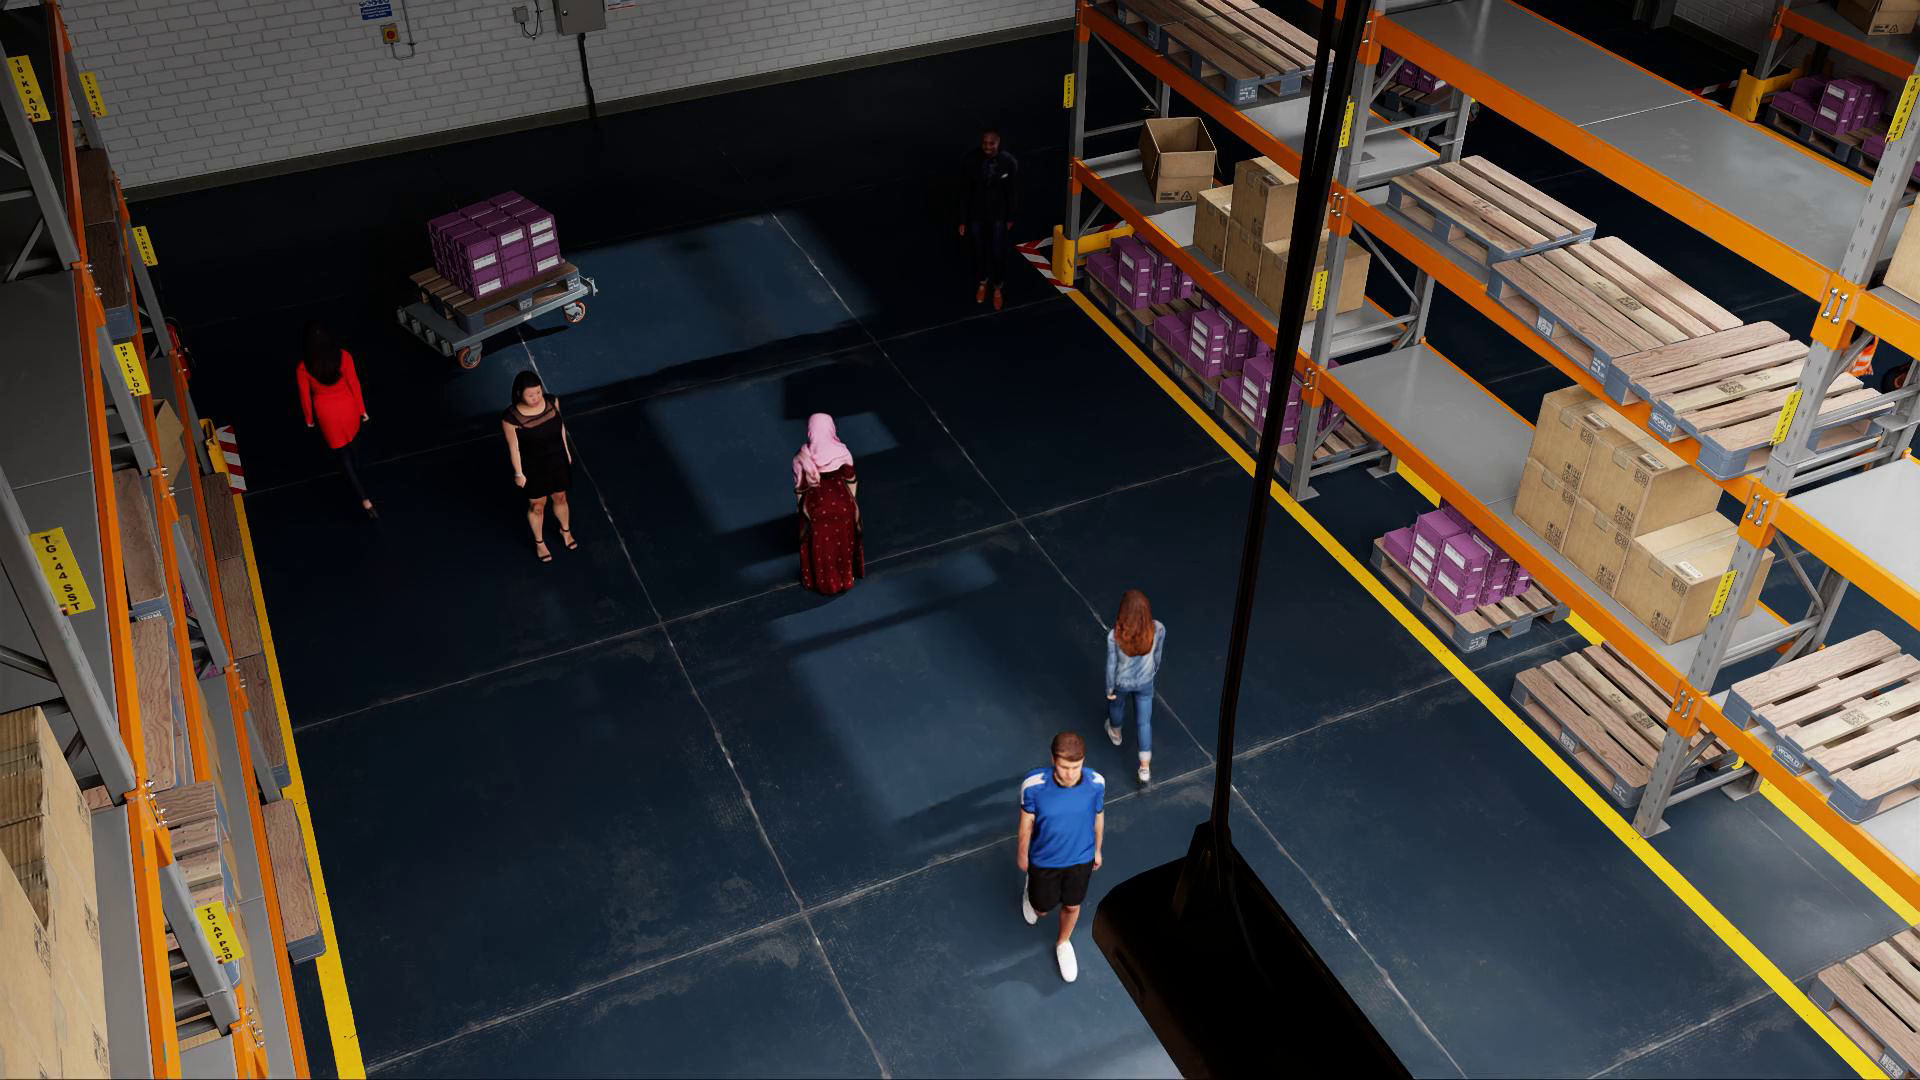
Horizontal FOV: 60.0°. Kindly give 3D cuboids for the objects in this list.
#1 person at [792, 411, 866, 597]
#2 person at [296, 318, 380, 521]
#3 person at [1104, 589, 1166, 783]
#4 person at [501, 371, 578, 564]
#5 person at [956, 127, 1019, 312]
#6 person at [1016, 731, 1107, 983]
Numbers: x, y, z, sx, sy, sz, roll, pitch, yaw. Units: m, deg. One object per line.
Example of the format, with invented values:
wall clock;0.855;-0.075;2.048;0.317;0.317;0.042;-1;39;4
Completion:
person;-0.983;-0.268;12.306;0.739;1.638;0.719;-3;39;-4
person;-4.858;-0.915;13.056;0.716;1.713;1.094;-22;44;-25
person;1.155;0.960;10.916;0.737;1.453;1.017;-5;39;-6
person;-3.180;-0.573;12.629;0.711;1.712;0.713;-31;48;-33
person;0.272;-3.088;15.707;0.838;1.801;0.873;7;39;9
person;0.571;1.735;9.628;0.779;1.850;0.974;-7;39;-9
